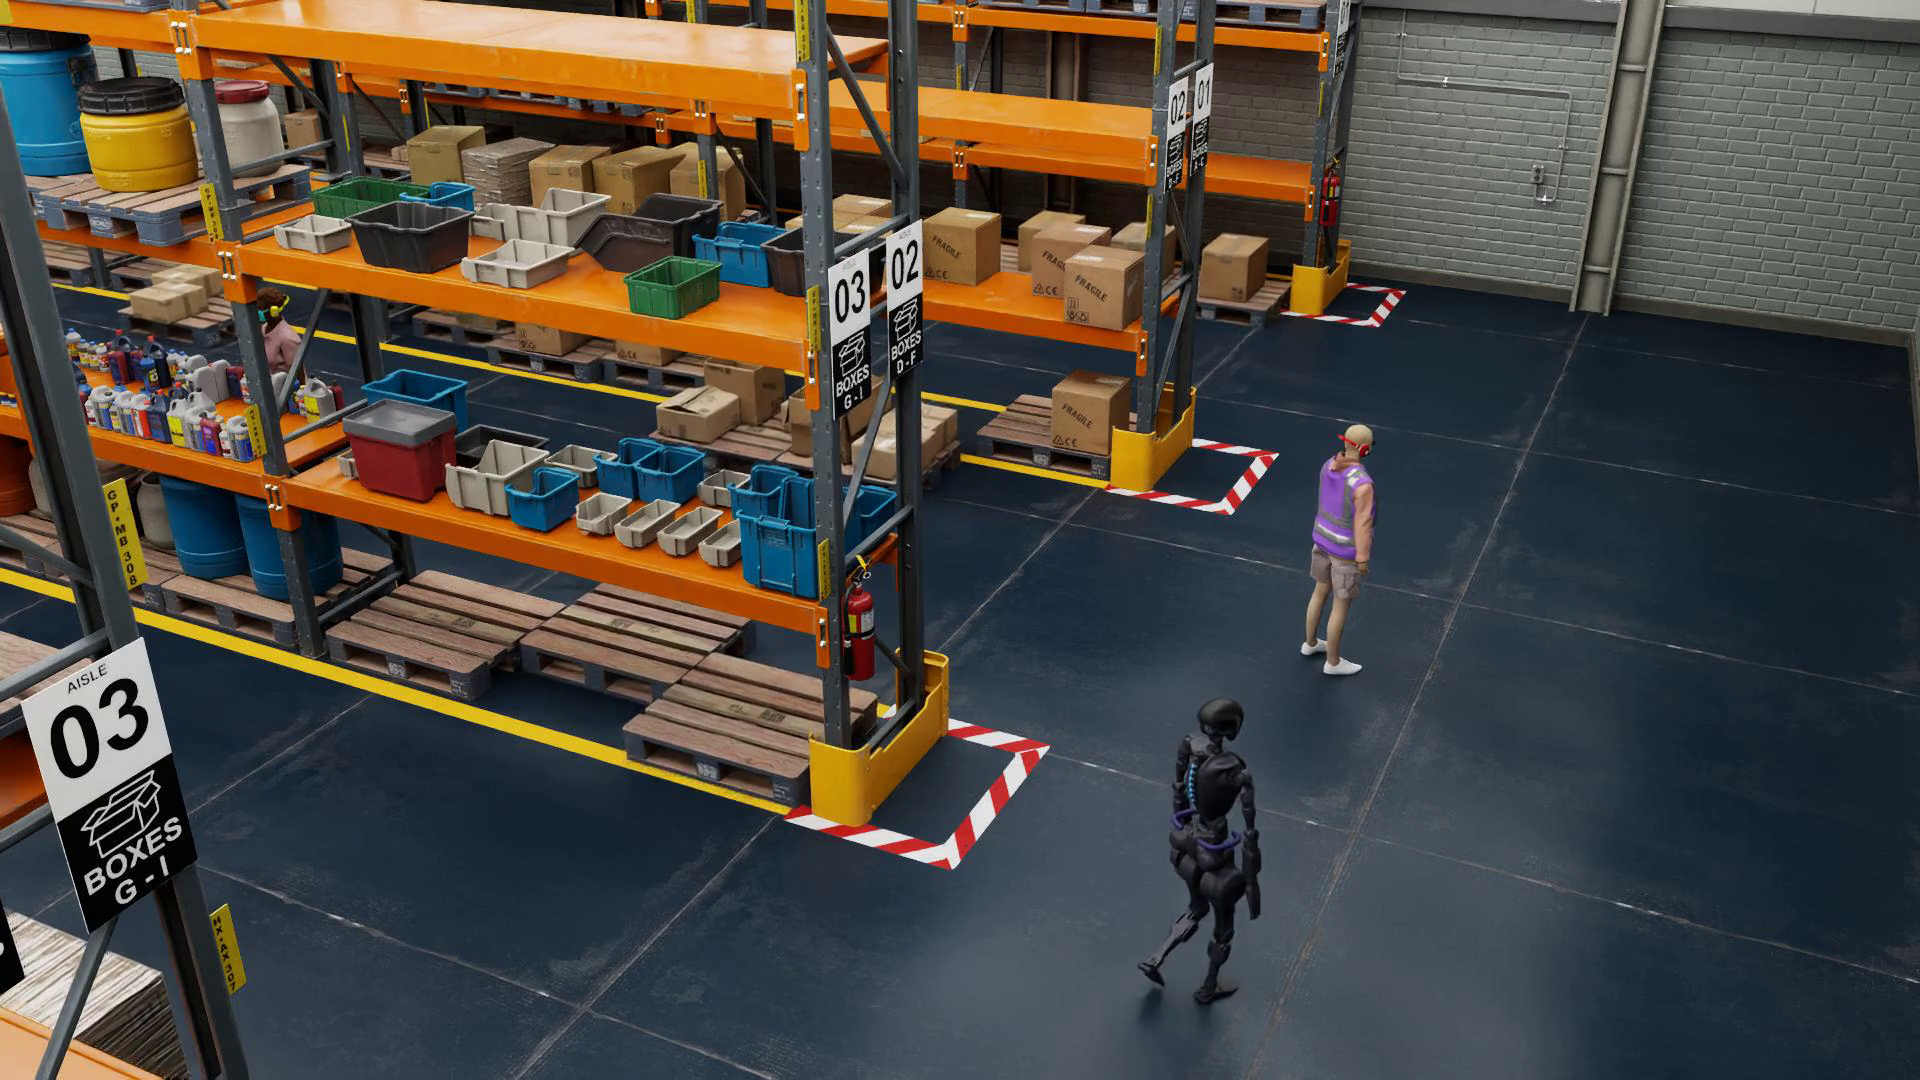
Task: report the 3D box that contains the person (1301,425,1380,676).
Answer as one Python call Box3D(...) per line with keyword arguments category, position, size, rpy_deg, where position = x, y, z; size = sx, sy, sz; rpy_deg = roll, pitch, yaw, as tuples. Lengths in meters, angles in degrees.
Box3D(category="person", position=(2.424, 0.057, 10.591), size=(0.348, 1.688, 0.492), rpy_deg=(-11, 28, -20))

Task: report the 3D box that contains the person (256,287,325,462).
Box3D(category="person", position=(-5.151, -1.067, 12.738), size=(0.514, 1.801, 0.331), rpy_deg=(22, 33, 37))

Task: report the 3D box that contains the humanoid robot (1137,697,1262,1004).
Box3D(category="humanoid robot", position=(1.120, 1.477, 7.726), size=(0.477, 1.637, 0.602), rpy_deg=(-15, 30, -28))
